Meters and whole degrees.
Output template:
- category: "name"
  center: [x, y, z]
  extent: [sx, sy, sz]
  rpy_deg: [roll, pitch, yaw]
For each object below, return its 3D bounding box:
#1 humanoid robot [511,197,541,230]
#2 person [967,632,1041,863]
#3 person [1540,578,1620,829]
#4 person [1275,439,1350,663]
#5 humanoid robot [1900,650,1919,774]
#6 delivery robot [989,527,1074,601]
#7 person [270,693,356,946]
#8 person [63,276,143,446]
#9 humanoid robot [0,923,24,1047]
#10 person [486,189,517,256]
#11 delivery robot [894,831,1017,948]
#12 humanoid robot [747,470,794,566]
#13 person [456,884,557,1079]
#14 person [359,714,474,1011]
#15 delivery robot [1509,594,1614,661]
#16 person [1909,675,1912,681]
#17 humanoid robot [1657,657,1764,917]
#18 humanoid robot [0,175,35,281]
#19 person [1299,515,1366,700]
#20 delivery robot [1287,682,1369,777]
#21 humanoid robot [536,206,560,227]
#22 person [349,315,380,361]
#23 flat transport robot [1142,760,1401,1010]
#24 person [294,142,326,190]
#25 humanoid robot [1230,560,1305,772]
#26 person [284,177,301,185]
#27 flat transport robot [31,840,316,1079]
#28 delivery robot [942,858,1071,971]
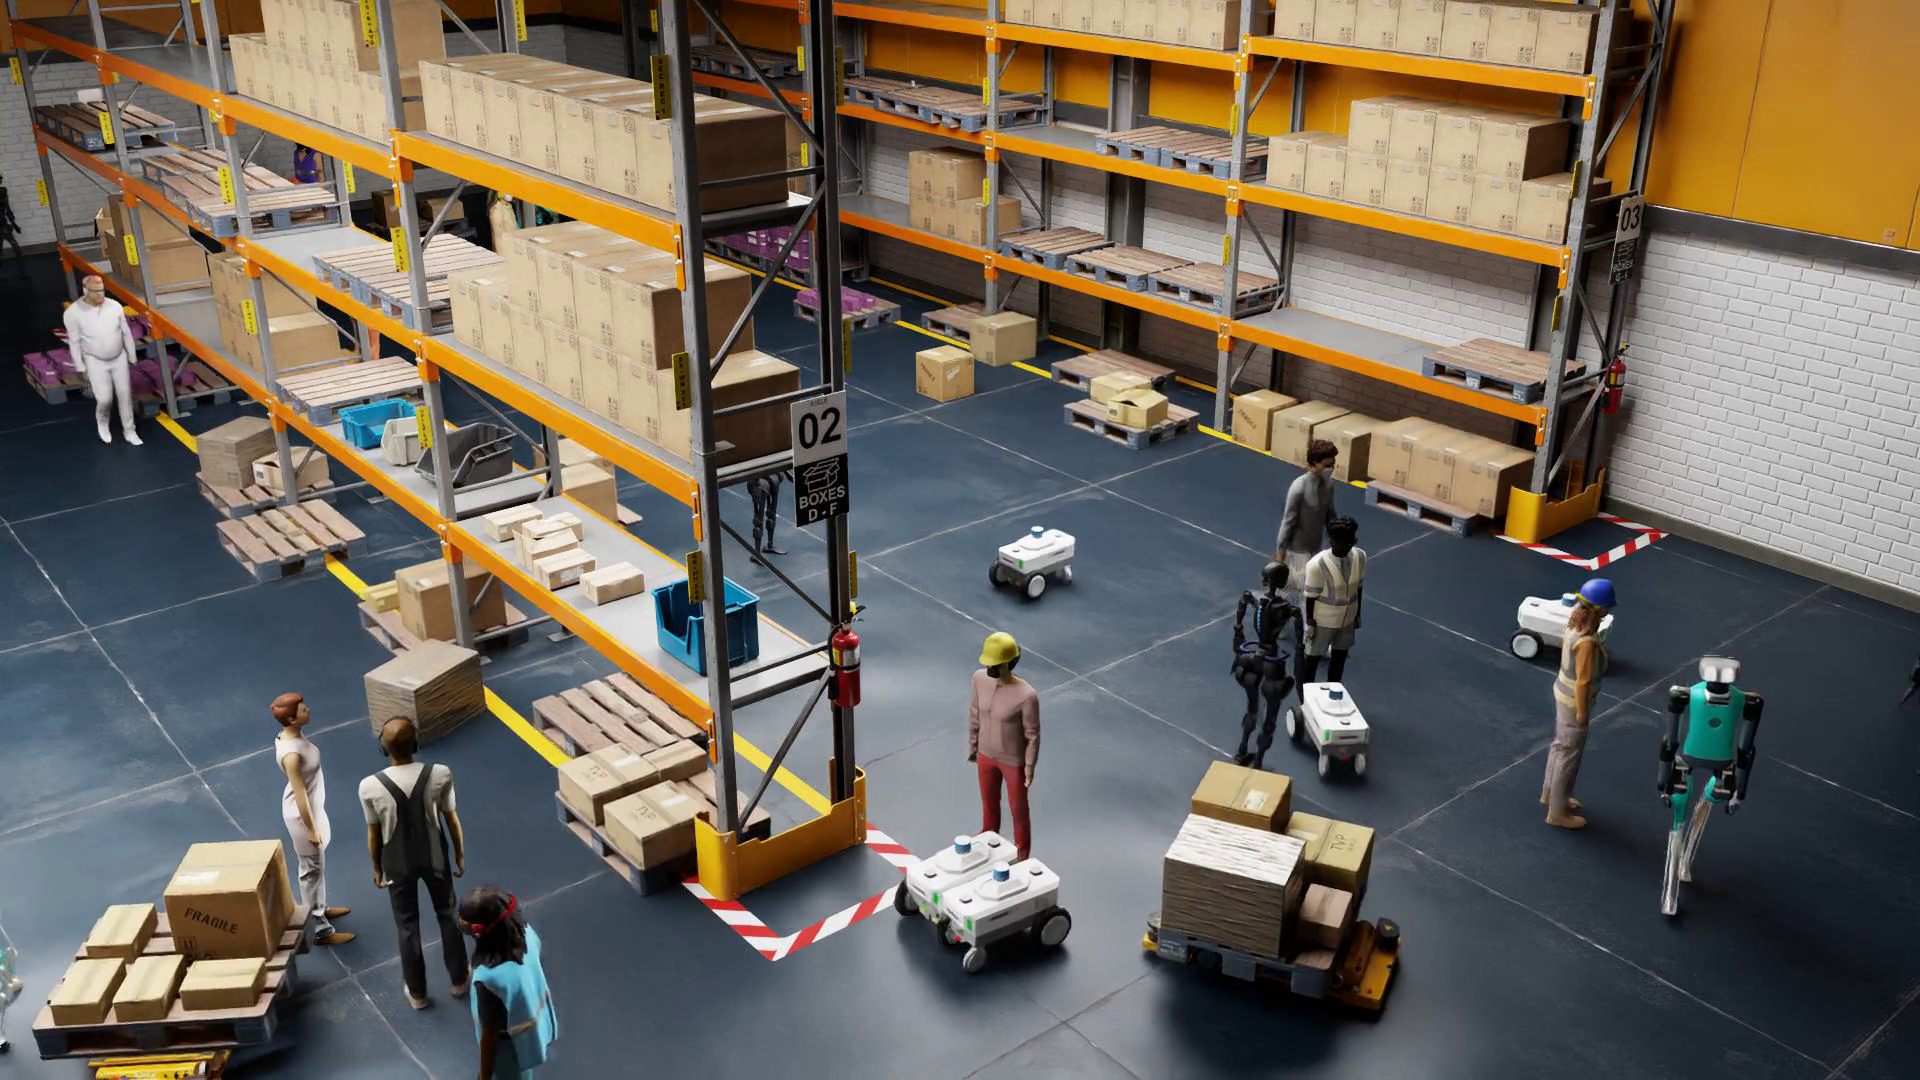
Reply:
- category: "humanoid robot"
  center: [-6.830, -5.007, 25.447]
  extent: [0.576, 1.803, 0.832]
  rpy_deg: [16, 28, 32]
- category: "person"
  center: [0.263, 1.380, 10.560]
  extent: [0.526, 1.767, 0.329]
  rpy_deg: [18, 29, 35]
- category: "person"
  center: [4.181, 1.085, 11.241]
  extent: [0.334, 1.769, 0.486]
  rpy_deg: [5, 24, 11]
- category: "person"
  center: [2.854, 0.062, 13.514]
  extent: [0.554, 1.834, 1.023]
  rpy_deg: [-19, 30, -37]
- category: "humanoid robot"
  center: [6.877, 1.062, 11.446]
  extent: [0.609, 1.631, 0.697]
  rpy_deg: [4, 24, 9]
- category: "delivery robot"
  center: [0.668, 0.191, 14.858]
  extent: [0.780, 0.609, 0.523]
  rpy_deg: [-19, 30, -37]
- category: "person"
  center: [-3.918, 1.667, 10.022]
  extent: [0.281, 1.662, 0.455]
  rpy_deg: [-9, 25, -21]
- category: "person"
  center: [-9.268, -1.935, 18.072]
  extent: [0.466, 1.888, 0.672]
  rpy_deg: [18, 29, 35]
- category: "humanoid robot"
  center: [-5.393, 2.094, 8.951]
  extent: [0.664, 1.803, 0.538]
  rpy_deg: [12, 26, 26]
- category: "person"
  center: [-6.267, -4.008, 22.912]
  extent: [0.390, 1.870, 0.559]
  rpy_deg: [3, 24, 7]
- category: "delivery robot"
  center: [-0.010, 2.139, 10.354]
  extent: [0.790, 0.614, 0.499]
  rpy_deg: [-18, 29, -36]
- category: "humanoid robot"
  center: [-1.761, -0.607, 15.256]
  extent: [0.315, 1.657, 0.599]
  rpy_deg: [11, 26, 25]
- category: "person"
  center: [-2.187, 2.438, 8.001]
  extent: [0.483, 1.850, 0.577]
  rpy_deg: [2, 23, 4]
- category: "person"
  center: [-3.079, 1.827, 9.447]
  extent: [0.503, 1.836, 0.339]
  rpy_deg: [-12, 26, -25]
- category: "delivery robot"
  center: [4.926, 0.727, 13.606]
  extent: [0.805, 0.601, 0.499]
  rpy_deg: [14, 27, 30]
- category: "person"
  center: [7.808, 0.261, 12.959]
  extent: [0.546, 1.924, 0.382]
  rpy_deg: [14, 27, 29]
- category: "humanoid robot"
  center: [4.599, 1.466, 10.374]
  extent: [0.560, 1.742, 0.973]
  rpy_deg: [7, 24, 15]
- category: "humanoid robot"
  center: [-14.216, -4.659, 24.677]
  extent: [0.558, 1.636, 0.601]
  rpy_deg: [0, 23, 1]
- category: "person"
  center: [2.796, 0.590, 12.483]
  extent: [0.534, 1.693, 0.319]
  rpy_deg: [-11, 26, -23]
- category: "delivery robot"
  center: [2.728, 1.328, 12.169]
  extent: [0.499, 0.565, 0.745]
  rpy_deg: [-2, 23, -4]
- category: "humanoid robot"
  center: [-6.690, -5.439, 26.458]
  extent: [0.818, 1.818, 0.539]
  rpy_deg: [12, 26, 25]
- category: "person"
  center: [-7.153, -2.692, 20.000]
  extent: [0.502, 1.758, 0.334]
  rpy_deg: [13, 26, 27]
- category: "flat transport robot"
  center: [1.888, 2.407, 10.069]
  extent: [1.431, 0.231, 0.659]
  rpy_deg: [10, 25, 22]
- category: "person"
  center: [-10.376, -5.640, 26.627]
  extent: [0.548, 1.920, 0.429]
  rpy_deg: [9, 25, 19]
- category: "humanoid robot"
  center: [2.165, 0.909, 11.757]
  extent: [0.608, 1.652, 0.313]
  rpy_deg: [19, 30, 37]
- category: "person"
  center: [-9.462, -4.345, 23.868]
  extent: [0.499, 1.727, 0.611]
  rpy_deg: [12, 26, 26]
- category: "flat transport robot"
  center: [-4.375, 2.713, 9.360]
  extent: [0.659, 0.231, 1.431]
  rpy_deg: [-2, 23, -5]
- category: "delivery robot"
  center: [0.265, 2.233, 10.121]
  extent: [0.801, 0.602, 0.499]
  rpy_deg: [-15, 27, -30]
